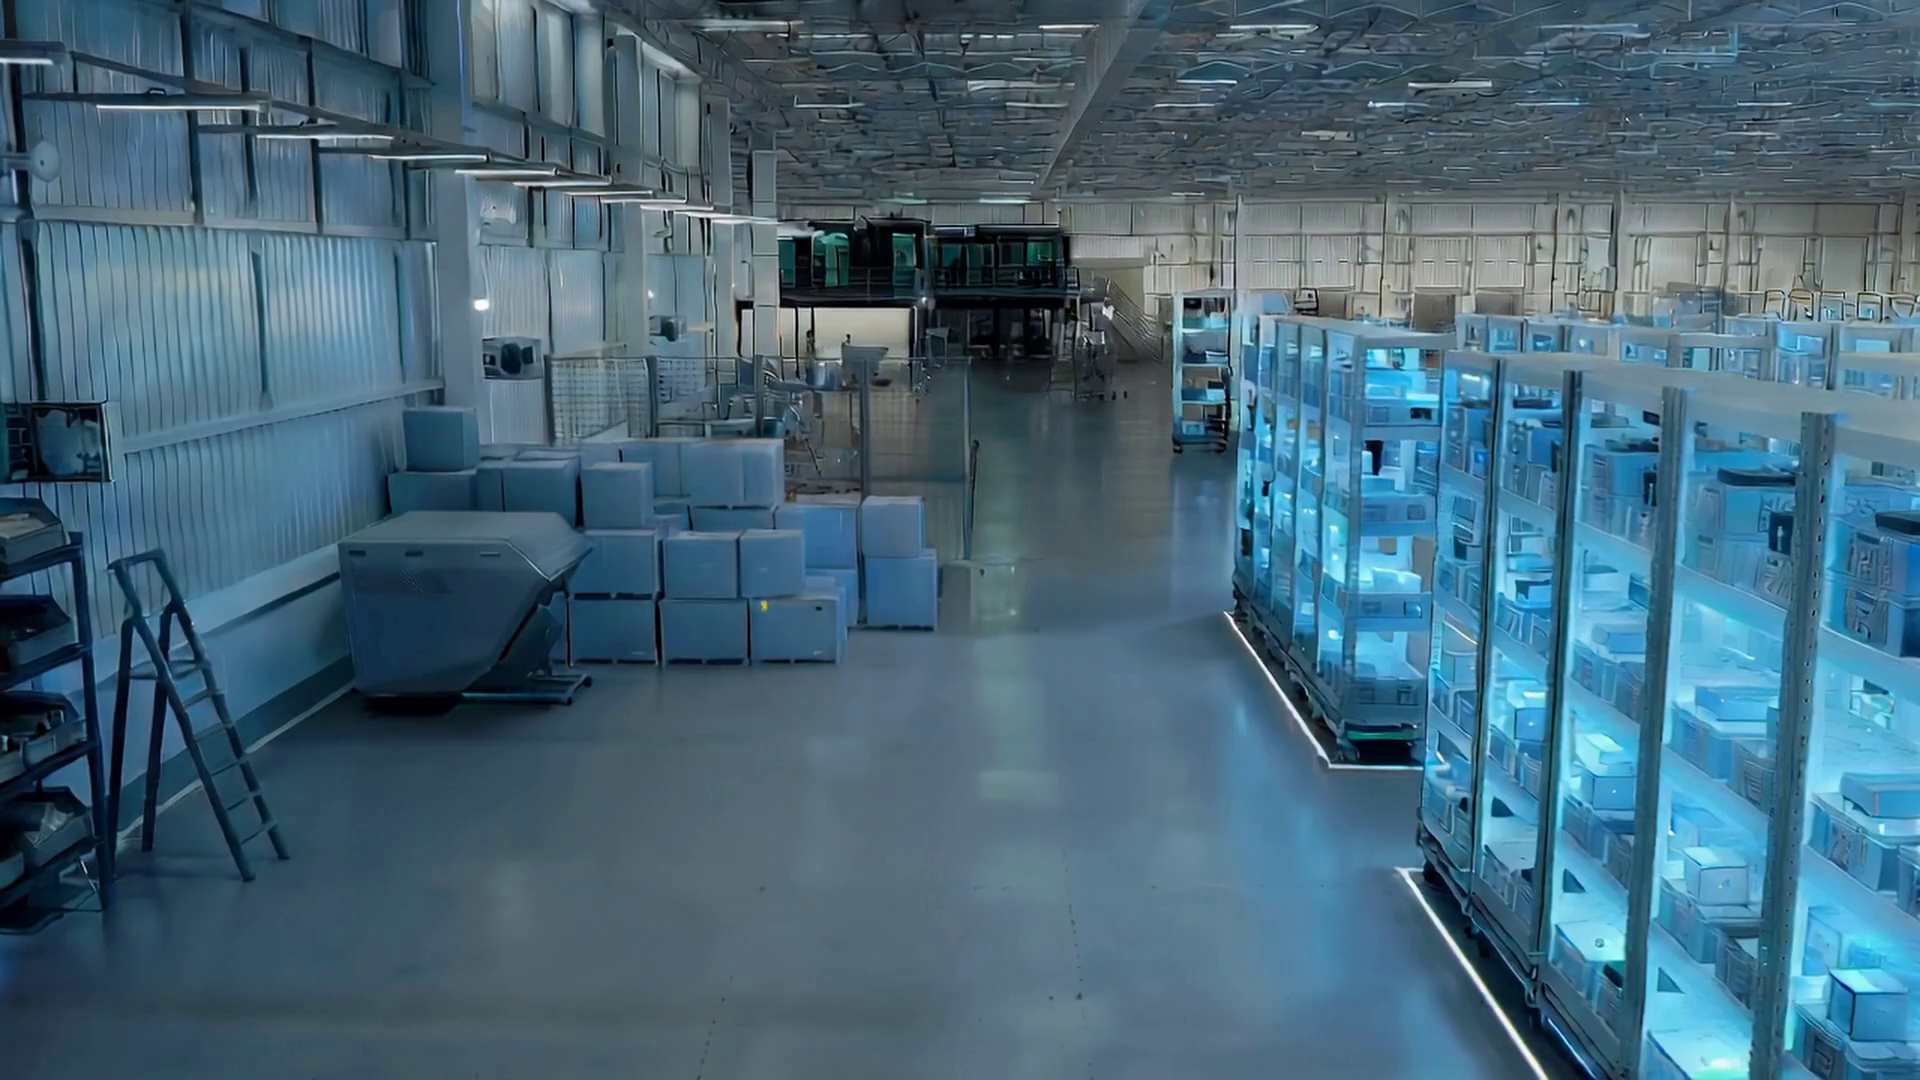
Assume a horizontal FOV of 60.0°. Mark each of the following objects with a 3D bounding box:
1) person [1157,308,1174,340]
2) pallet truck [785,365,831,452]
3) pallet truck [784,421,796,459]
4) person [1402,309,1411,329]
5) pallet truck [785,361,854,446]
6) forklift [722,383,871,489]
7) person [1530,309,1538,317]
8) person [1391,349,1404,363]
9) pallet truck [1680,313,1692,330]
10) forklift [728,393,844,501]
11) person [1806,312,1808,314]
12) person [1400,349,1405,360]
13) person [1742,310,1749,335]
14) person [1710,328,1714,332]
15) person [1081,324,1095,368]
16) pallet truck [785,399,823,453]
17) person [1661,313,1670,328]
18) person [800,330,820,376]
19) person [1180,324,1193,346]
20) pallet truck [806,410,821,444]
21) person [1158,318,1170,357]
[{"bbox_3d":[12.028,-12.622,97.433,1.032,1.892,0.635,0,9,2],"label":"person"},{"bbox_3d":[-3.774,-2.976,37.635,1.885,1.965,0.823,1,9,5],"label":"pallet truck"},{"bbox_3d":[-4.013,-1.793,32.705,1.601,1.201,0.680,0,9,1],"label":"pallet truck"},{"bbox_3d":[25.312,-12.136,94.400,0.589,1.918,0.394,-6,11,-31],"label":"person"},{"bbox_3d":[-3.410,-3.193,38.978,1.885,1.965,0.823,0,9,-1],"label":"pallet truck"},{"bbox_3d":[-2.893,-1.687,28.729,2.680,1.987,1.157,0,9,-1],"label":"forklift"},{"bbox_3d":[33.134,-12.396,96.163,0.519,1.865,0.327,-3,10,-18],"label":"person"},{"bbox_3d":[13.613,-5.155,51.663,0.747,1.805,0.600,4,10,25],"label":"person"},{"bbox_3d":[36.315,-10.531,84.244,0.823,1.965,1.885,-6,11,-33],"label":"pallet truck"},{"bbox_3d":[-2.979,-1.316,26.476,2.680,1.987,1.157,0,9,1],"label":"forklift"},{"bbox_3d":[44.853,-11.136,88.185,0.365,1.931,0.631,2,9,13],"label":"person"},{"bbox_3d":[12.128,-4.213,45.176,0.438,2.023,0.645,0,9,2],"label":"person"},{"bbox_3d":[41.208,-11.086,87.534,0.687,2.000,0.536,6,11,34],"label":"person"},{"bbox_3d":[33.190,-8.707,73.256,0.552,1.910,0.850,4,10,25],"label":"person"},{"bbox_3d":[5.417,-8.180,70.205,0.631,1.849,0.855,3,10,16],"label":"person"},{"bbox_3d":[-3.814,-2.432,36.419,1.630,1.274,0.653,0,9,1],"label":"pallet truck"},{"bbox_3d":[38.645,-11.543,91.125,0.953,1.795,0.644,6,11,35],"label":"person"},{"bbox_3d":[-5.808,-7.260,64.670,0.946,1.812,0.502,1,9,6],"label":"person"},{"bbox_3d":[11.077,-10.007,81.473,0.611,1.839,0.942,0,9,-2],"label":"person"},{"bbox_3d":[-3.559,-2.018,33.905,1.522,1.261,0.704,0,9,-1],"label":"pallet truck"},{"bbox_3d":[9.747,-9.690,79.519,0.584,1.845,0.908,2,9,10],"label":"person"}]
